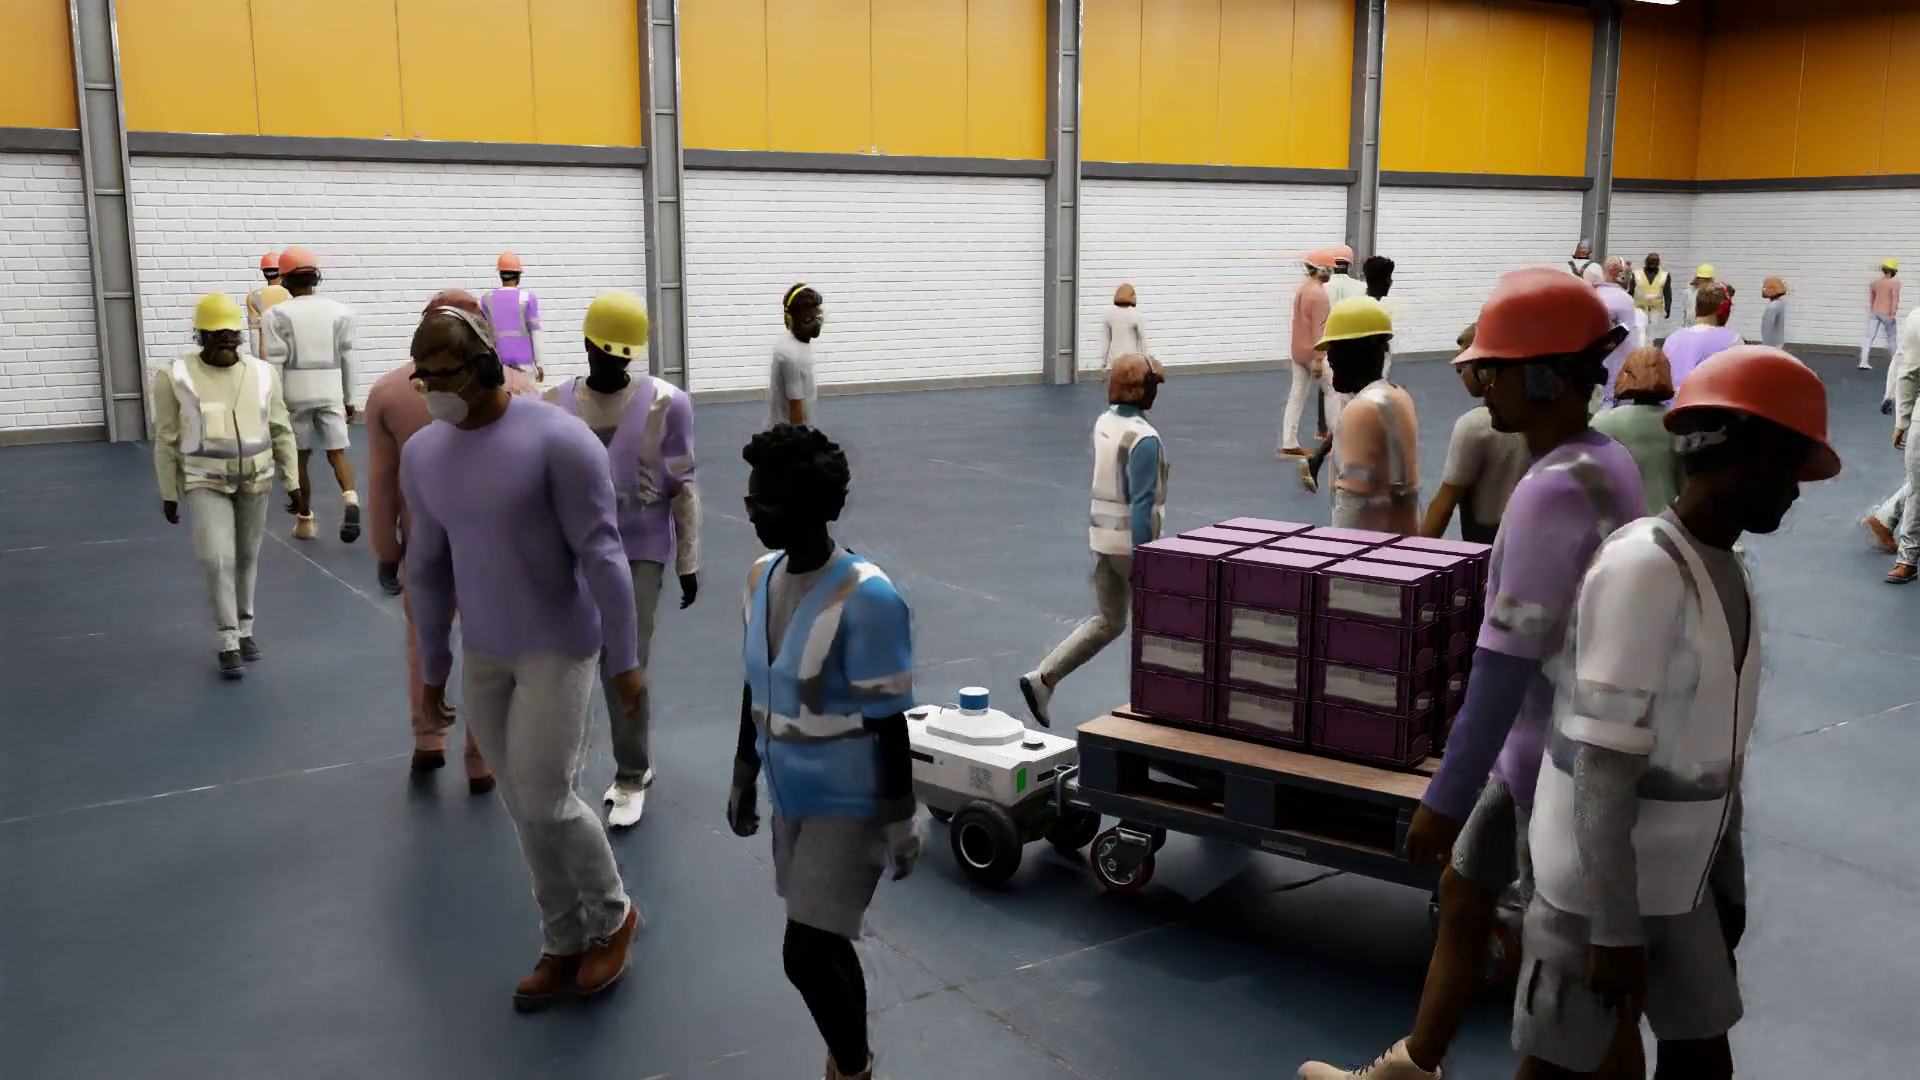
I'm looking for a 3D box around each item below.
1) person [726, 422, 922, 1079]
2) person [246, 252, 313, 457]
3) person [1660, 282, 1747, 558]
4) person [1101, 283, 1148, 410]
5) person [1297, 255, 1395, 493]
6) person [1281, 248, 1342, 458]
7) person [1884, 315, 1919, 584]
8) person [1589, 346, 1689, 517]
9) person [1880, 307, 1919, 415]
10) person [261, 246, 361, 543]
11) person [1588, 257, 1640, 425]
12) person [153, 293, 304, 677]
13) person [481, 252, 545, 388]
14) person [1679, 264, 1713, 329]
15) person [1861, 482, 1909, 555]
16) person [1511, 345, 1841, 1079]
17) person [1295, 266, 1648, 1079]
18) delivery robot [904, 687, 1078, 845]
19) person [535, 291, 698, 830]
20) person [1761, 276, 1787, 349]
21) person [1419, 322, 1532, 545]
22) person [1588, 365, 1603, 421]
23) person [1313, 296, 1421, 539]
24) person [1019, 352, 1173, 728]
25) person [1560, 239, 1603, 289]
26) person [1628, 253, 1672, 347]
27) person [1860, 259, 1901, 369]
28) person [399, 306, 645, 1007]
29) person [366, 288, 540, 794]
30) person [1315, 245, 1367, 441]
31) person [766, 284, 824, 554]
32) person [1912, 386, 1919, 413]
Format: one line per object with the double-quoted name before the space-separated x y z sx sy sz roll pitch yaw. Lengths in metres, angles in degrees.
"person" -0.334 0.577 3.685 0.453 1.677 0.557 -8 13 -38
"person" -6.440 -1.749 15.766 0.542 1.930 0.375 -5 11 -24
"person" 4.550 -0.640 10.048 0.934 1.802 0.594 -3 11 -16
"person" 1.722 -1.902 17.528 0.510 1.596 0.828 8 13 36
"person" 3.164 -1.285 13.207 0.820 1.944 0.627 -3 11 -16
"person" 3.416 -1.734 15.574 0.865 1.960 0.644 -2 11 -12
"person" 5.861 -0.670 9.839 0.627 1.934 0.370 9 14 42
"person" 3.054 -0.062 7.433 0.512 1.602 0.805 1 10 4
"person" 7.089 -1.042 12.060 0.753 1.857 0.754 -7 12 -34
"person" -4.335 -0.957 11.178 0.621 2.022 0.850 -8 13 -38
"person" 5.957 -1.623 15.185 0.434 1.888 0.647 -1 10 -5
"person" -3.455 -0.266 7.953 0.617 1.802 0.738 -10 14 -42
"person" -4.125 -1.676 15.367 0.578 1.931 0.399 0 10 2
"person" 9.552 -2.697 21.520 0.497 1.721 0.414 9 13 39
"person" 6.422 -0.799 10.716 0.940 1.905 0.666 7 13 35
"person" 1.198 0.601 2.981 0.598 1.889 0.442 -9 14 -40
"person" 1.101 0.445 3.515 0.955 2.001 0.625 5 12 27
"delivery robot" 0.046 0.741 5.627 0.707 0.478 0.477 9 14 41
"person" -1.261 0.073 5.898 0.617 1.877 0.736 2 10 9
"person" 9.377 -2.230 19.224 0.383 1.619 0.525 8 13 37
"person" 1.885 0.110 5.971 0.548 1.780 0.988 -9 14 -41
"person" 4.187 -0.832 11.576 0.519 1.629 0.386 2 11 12
"person" 1.547 0.050 6.092 0.998 1.869 0.682 4 11 21
"person" 0.629 0.034 6.859 0.659 1.609 0.512 -4 11 -21
"person" 9.696 -3.670 25.993 0.688 2.000 0.536 7 12 33
"person" 11.238 -3.758 27.111 0.654 1.796 0.921 3 11 15
"person" 14.539 -3.534 26.109 0.895 1.712 0.547 -4 11 -22
"person" -1.186 0.326 4.455 0.661 1.905 0.432 5 12 27
"person" -1.874 0.005 6.281 0.641 1.883 0.541 -2 11 -10
"person" 3.859 -2.001 16.967 0.613 1.994 0.395 2 11 11
"person" -0.898 -0.472 9.054 0.375 1.836 0.651 -1 10 -5
"person" 6.773 -0.890 11.340 0.751 1.838 0.541 -8 13 -36
